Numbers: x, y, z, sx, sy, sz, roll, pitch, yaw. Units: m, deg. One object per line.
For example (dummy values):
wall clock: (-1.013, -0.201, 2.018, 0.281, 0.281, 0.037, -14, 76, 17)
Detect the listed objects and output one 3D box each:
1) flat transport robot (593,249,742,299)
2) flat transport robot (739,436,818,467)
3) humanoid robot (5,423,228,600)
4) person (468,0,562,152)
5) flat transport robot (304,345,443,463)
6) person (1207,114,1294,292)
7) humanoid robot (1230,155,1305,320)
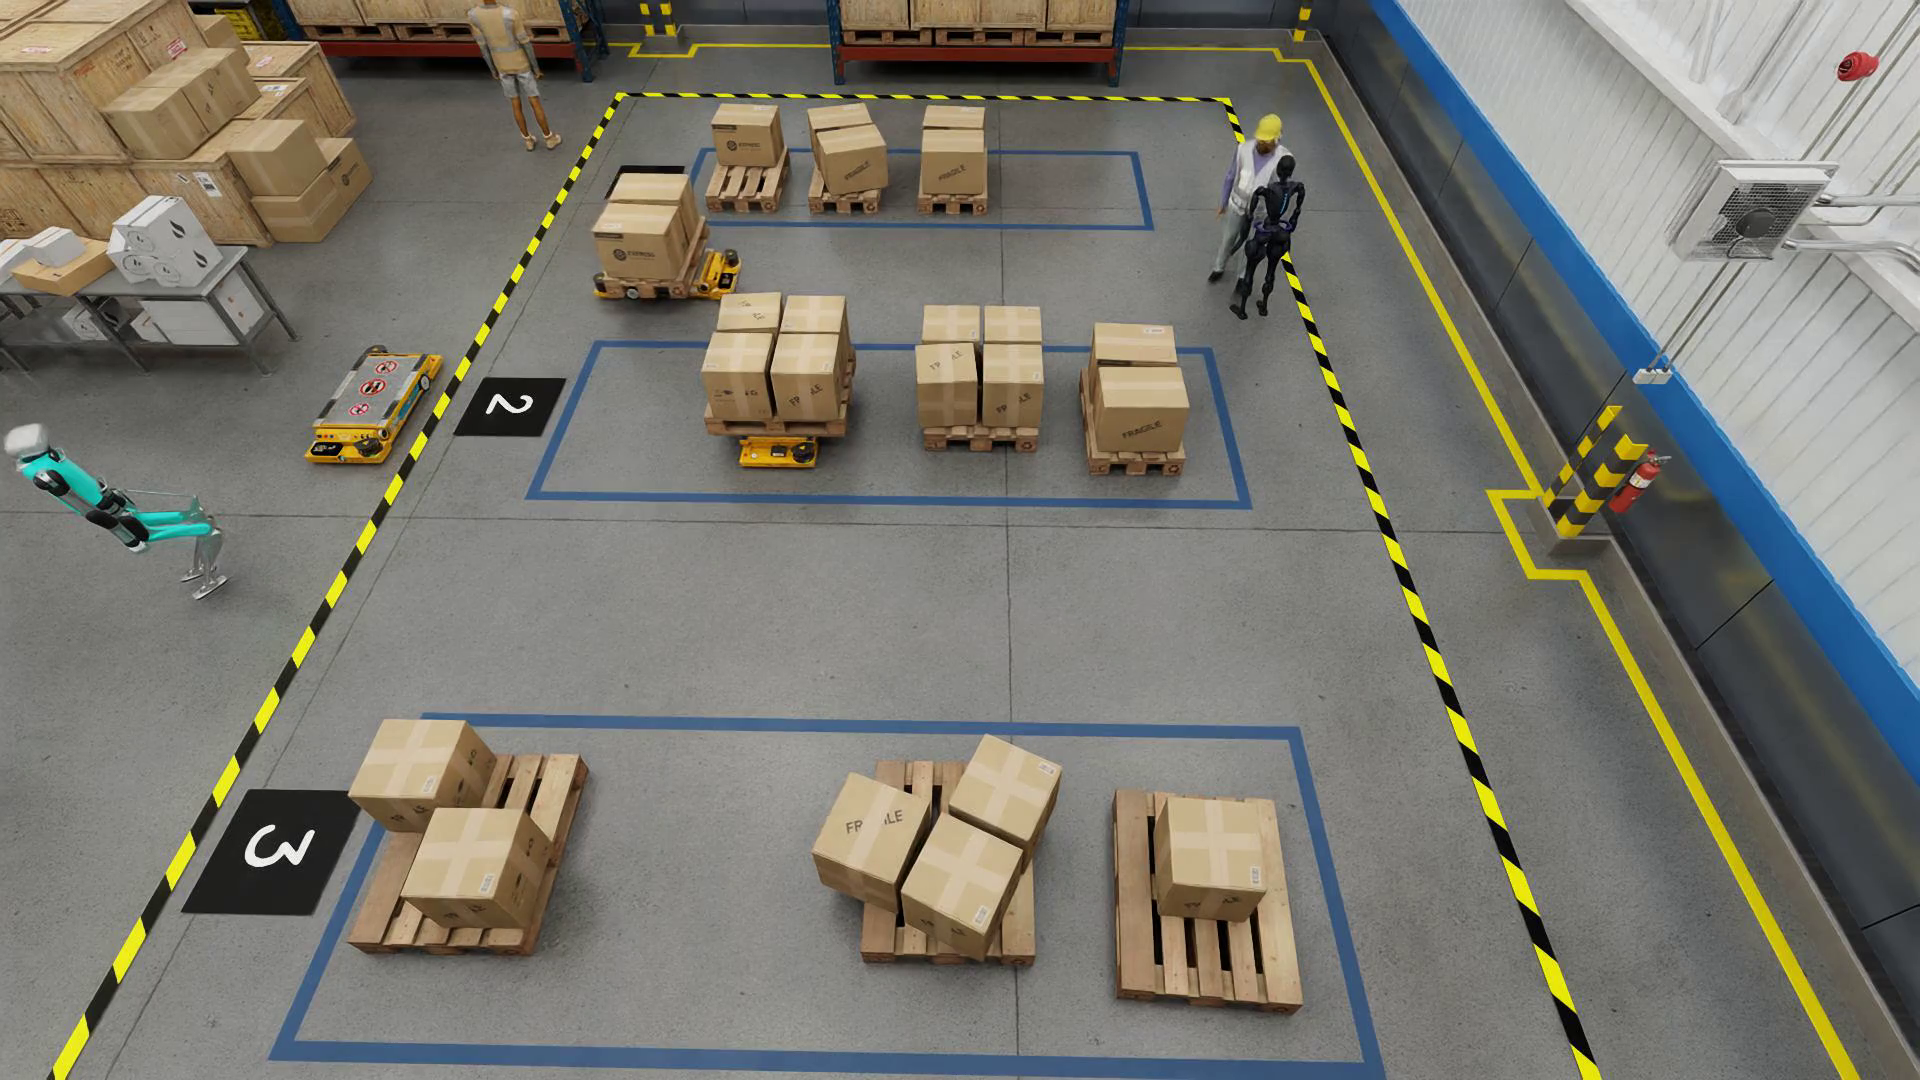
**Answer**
flat transport robot: (-3.106, -2.846, 9.757, 1.431, 0.197, 0.652, 1, 50, 1)
flat transport robot: (-1.582, -1.235, 8.394, 0.652, 0.197, 1.431, 1, 50, 1)
humanoid robot: (-5.794, -0.246, 6.528, 0.735, 1.673, 0.533, -36, 58, -26)
person: (-5.385, -5.736, 11.059, 0.613, 2.043, 0.370, -3, 50, -2)
flat transport robot: (-5.383, -1.269, 8.441, 0.659, 0.231, 1.431, 1, 50, 1)
person: (2.901, -3.351, 9.178, 0.599, 1.829, 0.404, 22, 53, 17)
humanoid robot: (2.978, -2.927, 8.914, 0.599, 1.653, 0.315, -7, 50, -6)
